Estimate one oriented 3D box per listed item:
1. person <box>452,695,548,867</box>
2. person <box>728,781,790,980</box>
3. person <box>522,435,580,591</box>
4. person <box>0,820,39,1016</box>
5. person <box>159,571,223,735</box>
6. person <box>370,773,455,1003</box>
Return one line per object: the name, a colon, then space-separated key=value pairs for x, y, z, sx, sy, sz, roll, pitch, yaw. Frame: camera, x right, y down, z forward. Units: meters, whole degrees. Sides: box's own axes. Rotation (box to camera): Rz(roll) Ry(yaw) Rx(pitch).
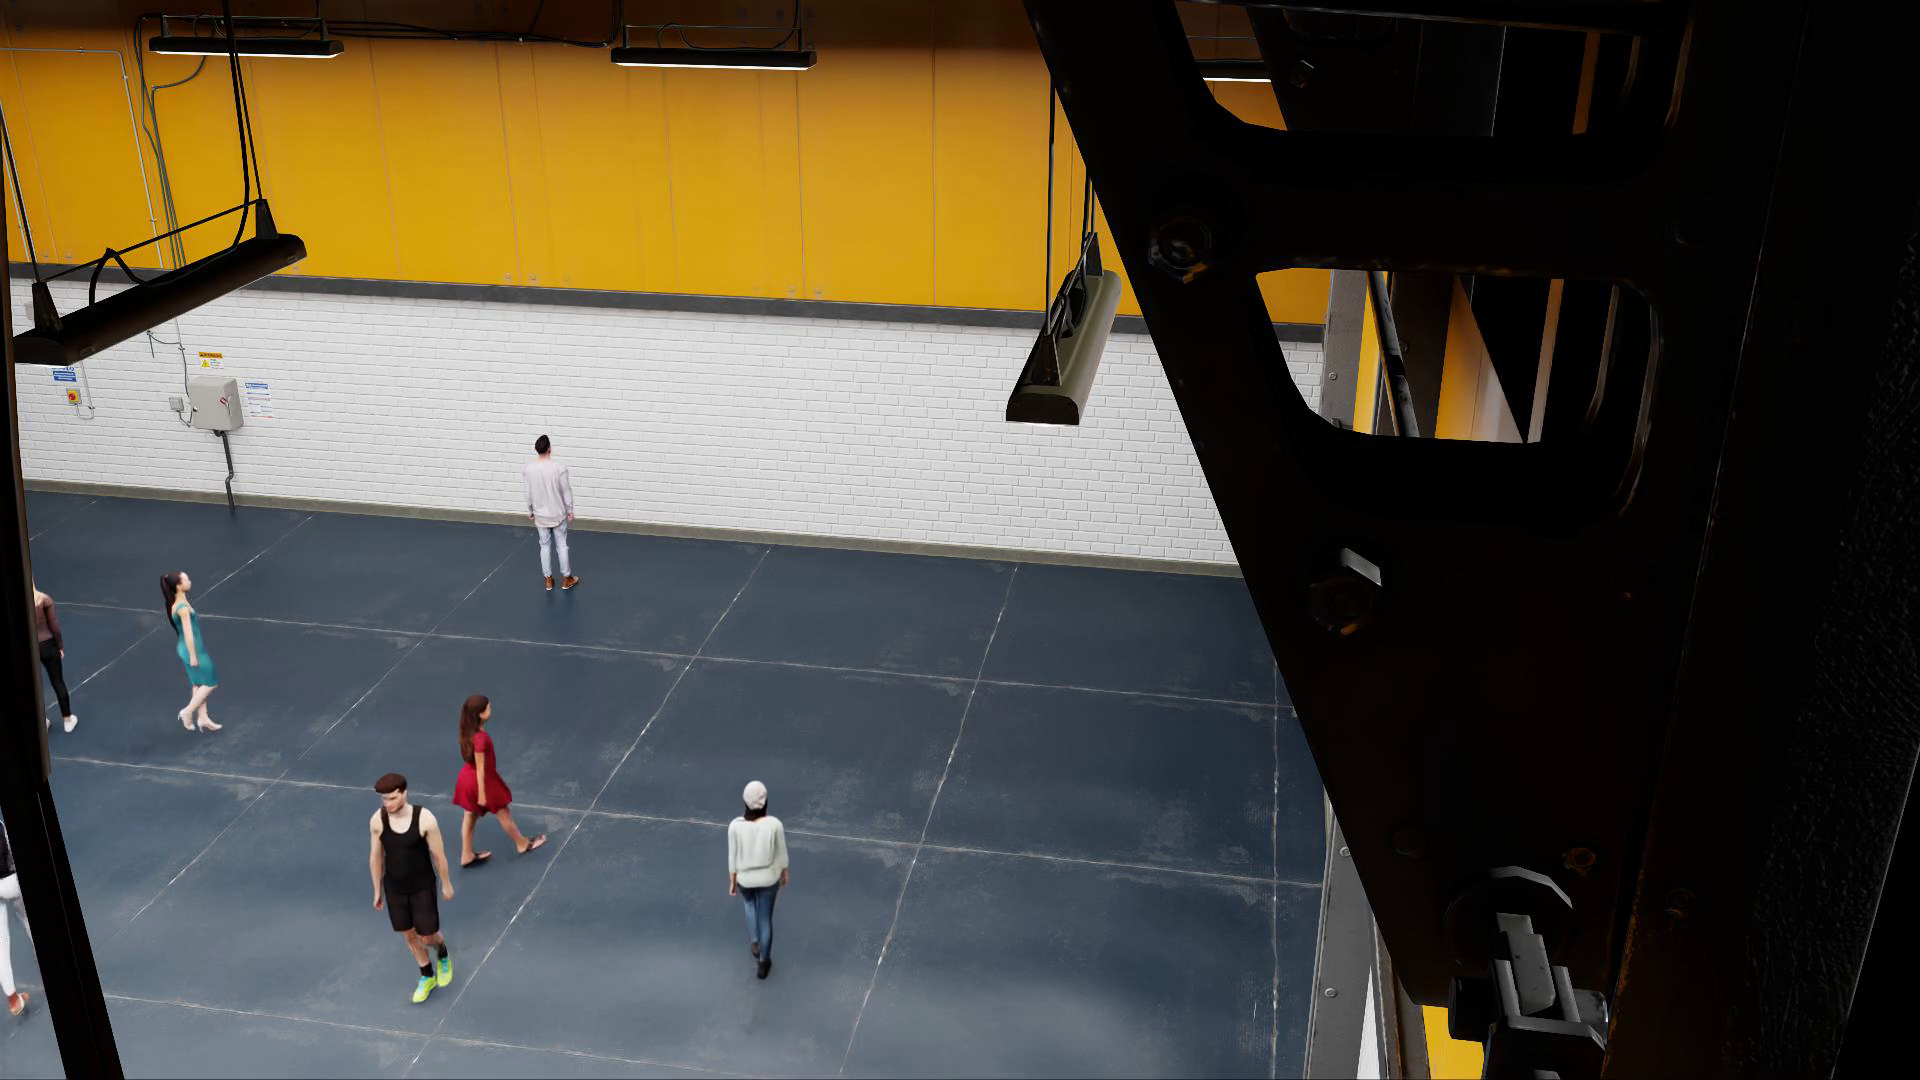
person: x=-4.036 y=2.019 z=13.702 sx=0.979 sy=1.523 sz=0.931 roll=-14 pitch=27 yaw=-29
person: x=-1.504 y=2.549 z=12.354 sx=0.666 sy=1.631 sz=0.733 roll=-1 pitch=24 yaw=-3
person: x=-4.591 y=-0.319 z=18.654 sx=0.720 sy=1.840 sz=0.614 roll=1 pitch=24 yaw=1
person: x=-6.974 y=2.639 z=12.095 sx=1.015 sy=1.675 sz=1.276 roll=-8 pitch=25 yaw=-17
person: x=-7.295 y=1.092 z=15.633 sx=0.783 sy=1.675 sz=0.724 roll=-15 pitch=28 yaw=-30
person: x=-3.999 y=2.482 z=12.198 sx=0.721 sy=1.880 sz=0.704 roll=1 pitch=24 yaw=2
